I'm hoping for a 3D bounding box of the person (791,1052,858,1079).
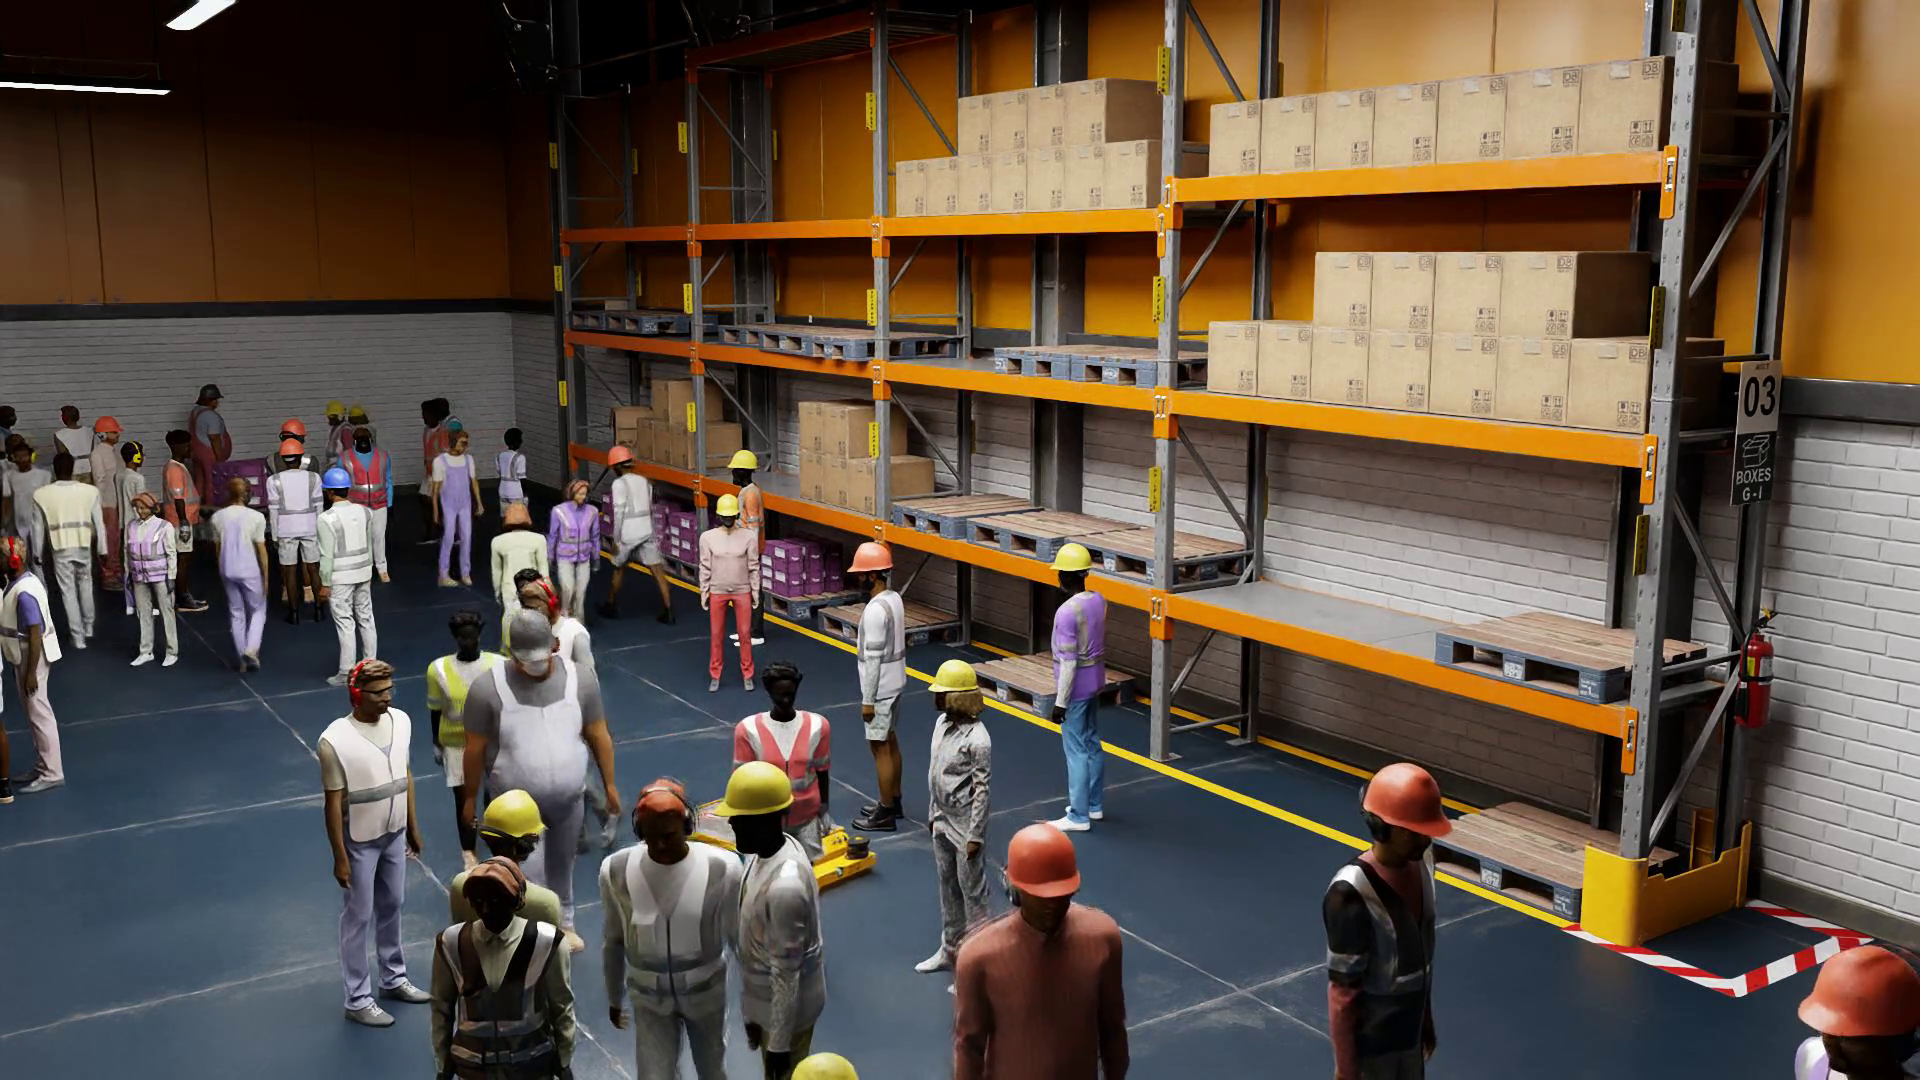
[{"bbox_3d":[-0.364,2.184,4.474,0.496,1.741,0.324,-2,10,-13],"label":"person"}]

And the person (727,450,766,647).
[{"bbox_3d":[-2.084,0.078,16.284,0.359,1.930,0.588,-2,10,-13],"label":"person"}]

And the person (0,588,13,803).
[{"bbox_3d":[-6.744,0.904,11.335,0.367,1.965,0.604,-1,10,-3],"label":"person"}]

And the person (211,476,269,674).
[{"bbox_3d":[-6.531,0.331,15.124,0.504,1.826,0.482,0,10,-2],"label":"person"}]

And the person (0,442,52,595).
[{"bbox_3d":[-10.130,-0.163,18.091,0.543,1.820,0.978,-2,10,-11],"label":"person"}]

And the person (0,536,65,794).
[{"bbox_3d":[-6.623,0.875,11.860,0.374,1.841,0.568,-7,12,-35],"label":"person"}]

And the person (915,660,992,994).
[{"bbox_3d":[-0.020,1.472,8.649,0.294,1.744,0.486,-6,11,-32],"label":"person"}]

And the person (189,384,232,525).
[{"bbox_3d":[-10.563,-1.206,23.500,0.699,2.000,0.536,8,13,40],"label":"person"}]

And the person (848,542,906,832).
[{"bbox_3d":[-0.555,0.971,11.060,0.382,1.929,0.538,2,10,13],"label":"person"}]

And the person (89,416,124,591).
[{"bbox_3d":[-9.707,-0.423,19.037,0.378,1.995,0.609,-2,10,-9],"label":"person"}]

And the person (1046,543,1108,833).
[{"bbox_3d":[0.761,0.975,11.030,0.382,1.924,0.594,5,11,28],"label":"person"}]

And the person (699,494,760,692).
[{"bbox_3d":[-2.009,0.465,14.527,0.530,1.760,0.341,-1,10,-7],"label":"person"}]

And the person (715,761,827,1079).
[{"bbox_3d":[-0.716,1.776,6.372,0.399,1.918,0.584,-3,10,-15],"label":"person"}]

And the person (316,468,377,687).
[{"bbox_3d":[-5.451,0.329,14.755,0.402,1.949,0.605,4,11,24],"label":"person"}]

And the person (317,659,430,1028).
[{"bbox_3d":[-2.937,1.486,8.289,0.393,1.838,0.561,4,11,23],"label":"person"}]

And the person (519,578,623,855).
[{"bbox_3d":[-2.493,1.123,10.476,0.621,1.810,0.508,8,13,41],"label":"person"}]

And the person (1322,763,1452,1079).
[{"bbox_3d":[1.554,1.779,6.019,0.403,2.030,0.612,9,13,43],"label":"person"}]

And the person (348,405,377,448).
[{"bbox_3d":[-8.542,-1.074,23.717,0.734,1.707,0.508,9,14,44],"label":"person"}]

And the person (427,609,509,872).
[{"bbox_3d":[-3.017,1.221,10.333,0.543,1.675,0.756,-3,10,-15],"label":"person"}]

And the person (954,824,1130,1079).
[{"bbox_3d":[0.257,1.875,5.603,0.634,1.973,0.572,-4,10,-21],"label":"person"}]

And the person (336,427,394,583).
[{"bbox_3d":[-6.905,-0.401,19.354,0.634,1.842,0.429,-6,11,-29],"label":"person"}]

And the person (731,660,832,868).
[{"bbox_3d":[-0.940,1.463,8.840,0.539,1.696,0.318,-3,10,-15],"label":"person"}]

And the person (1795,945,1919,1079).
[{"bbox_3d":[2.332,2.051,4.469,0.899,2.003,0.632,-2,10,-12],"label":"person"}]

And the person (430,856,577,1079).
[{"bbox_3d":[-1.676,1.953,6.128,0.524,1.639,0.306,-1,10,-3],"label":"person"}]

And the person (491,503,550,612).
[{"bbox_3d":[-3.949,0.464,14.988,0.521,1.581,0.789,-2,10,-9],"label":"person"}]

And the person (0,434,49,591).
[{"bbox_3d":[-10.555,-0.277,18.647,0.348,1.839,0.504,5,11,25],"label":"person"}]

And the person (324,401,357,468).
[{"bbox_3d":[-8.545,-1.013,23.014,0.405,1.823,0.624,-6,12,-33],"label":"person"}]

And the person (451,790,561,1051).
[{"bbox_3d":[-1.735,1.834,6.487,0.524,1.759,0.338,5,11,25],"label":"person"}]

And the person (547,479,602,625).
[{"bbox_3d":[-3.812,0.193,16.500,0.530,1.618,0.366,-7,12,-36],"label":"person"}]

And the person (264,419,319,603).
[{"bbox_3d":[-7.306,-0.317,18.320,0.601,2.036,0.404,0,10,3],"label":"person"}]

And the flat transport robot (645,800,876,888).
[{"bbox_3d":[-1.275,1.892,10.497,1.431,0.197,0.652,8,13,39],"label":"flat transport robot"}]

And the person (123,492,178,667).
[{"bbox_3d":[-7.518,0.364,15.467,0.511,1.637,0.307,1,10,7],"label":"person"}]

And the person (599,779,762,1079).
[{"bbox_3d":[-1.091,1.783,6.579,0.620,1.840,1.009,0,10,-2],"label":"person"}]

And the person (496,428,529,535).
[{"bbox_3d":[-5.537,-0.548,20.663,0.535,1.691,0.317,8,12,38],"label":"person"}]

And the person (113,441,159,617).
[{"bbox_3d":[-8.716,-0.111,17.612,0.510,1.860,0.333,6,11,32],"label":"person"}]

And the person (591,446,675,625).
[{"bbox_3d":[-3.421,-0.045,17.285,1.088,1.834,0.557,7,12,34],"label":"person"}]

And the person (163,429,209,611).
[{"bbox_3d":[-8.366,-0.217,17.904,0.361,1.964,0.614,-5,11,-27],"label":"person"}]

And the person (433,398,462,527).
[{"bbox_3d":[-7.259,-1.093,23.469,0.635,1.831,0.429,9,14,44],"label":"person"}]

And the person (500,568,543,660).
[{"bbox_3d":[-2.926,1.027,11.391,0.535,1.700,0.318,4,10,23],"label":"person"}]

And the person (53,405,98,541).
[{"bbox_3d":[-11.703,-0.861,22.042,0.390,1.846,0.565,4,10,21],"label":"person"}]

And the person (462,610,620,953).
[{"bbox_3d":[-2.196,1.300,8.787,0.796,2.000,0.851,-5,11,-28],"label":"person"}]

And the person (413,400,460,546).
[{"bbox_3d":[-6.914,-0.864,21.765,0.649,1.938,0.739,9,13,43],"label":"person"}]

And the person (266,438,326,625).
[{"bbox_3d":[-6.876,-0.087,17.243,0.547,1.934,0.376,-5,11,-28],"label":"person"}]

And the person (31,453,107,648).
[{"bbox_3d":[-8.791,0.086,16.382,0.607,1.880,0.864,-9,13,-41],"label":"person"}]

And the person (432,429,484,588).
[{"bbox_3d":[-5.785,-0.360,19.212,0.489,1.817,0.542,9,13,43],"label":"person"}]
